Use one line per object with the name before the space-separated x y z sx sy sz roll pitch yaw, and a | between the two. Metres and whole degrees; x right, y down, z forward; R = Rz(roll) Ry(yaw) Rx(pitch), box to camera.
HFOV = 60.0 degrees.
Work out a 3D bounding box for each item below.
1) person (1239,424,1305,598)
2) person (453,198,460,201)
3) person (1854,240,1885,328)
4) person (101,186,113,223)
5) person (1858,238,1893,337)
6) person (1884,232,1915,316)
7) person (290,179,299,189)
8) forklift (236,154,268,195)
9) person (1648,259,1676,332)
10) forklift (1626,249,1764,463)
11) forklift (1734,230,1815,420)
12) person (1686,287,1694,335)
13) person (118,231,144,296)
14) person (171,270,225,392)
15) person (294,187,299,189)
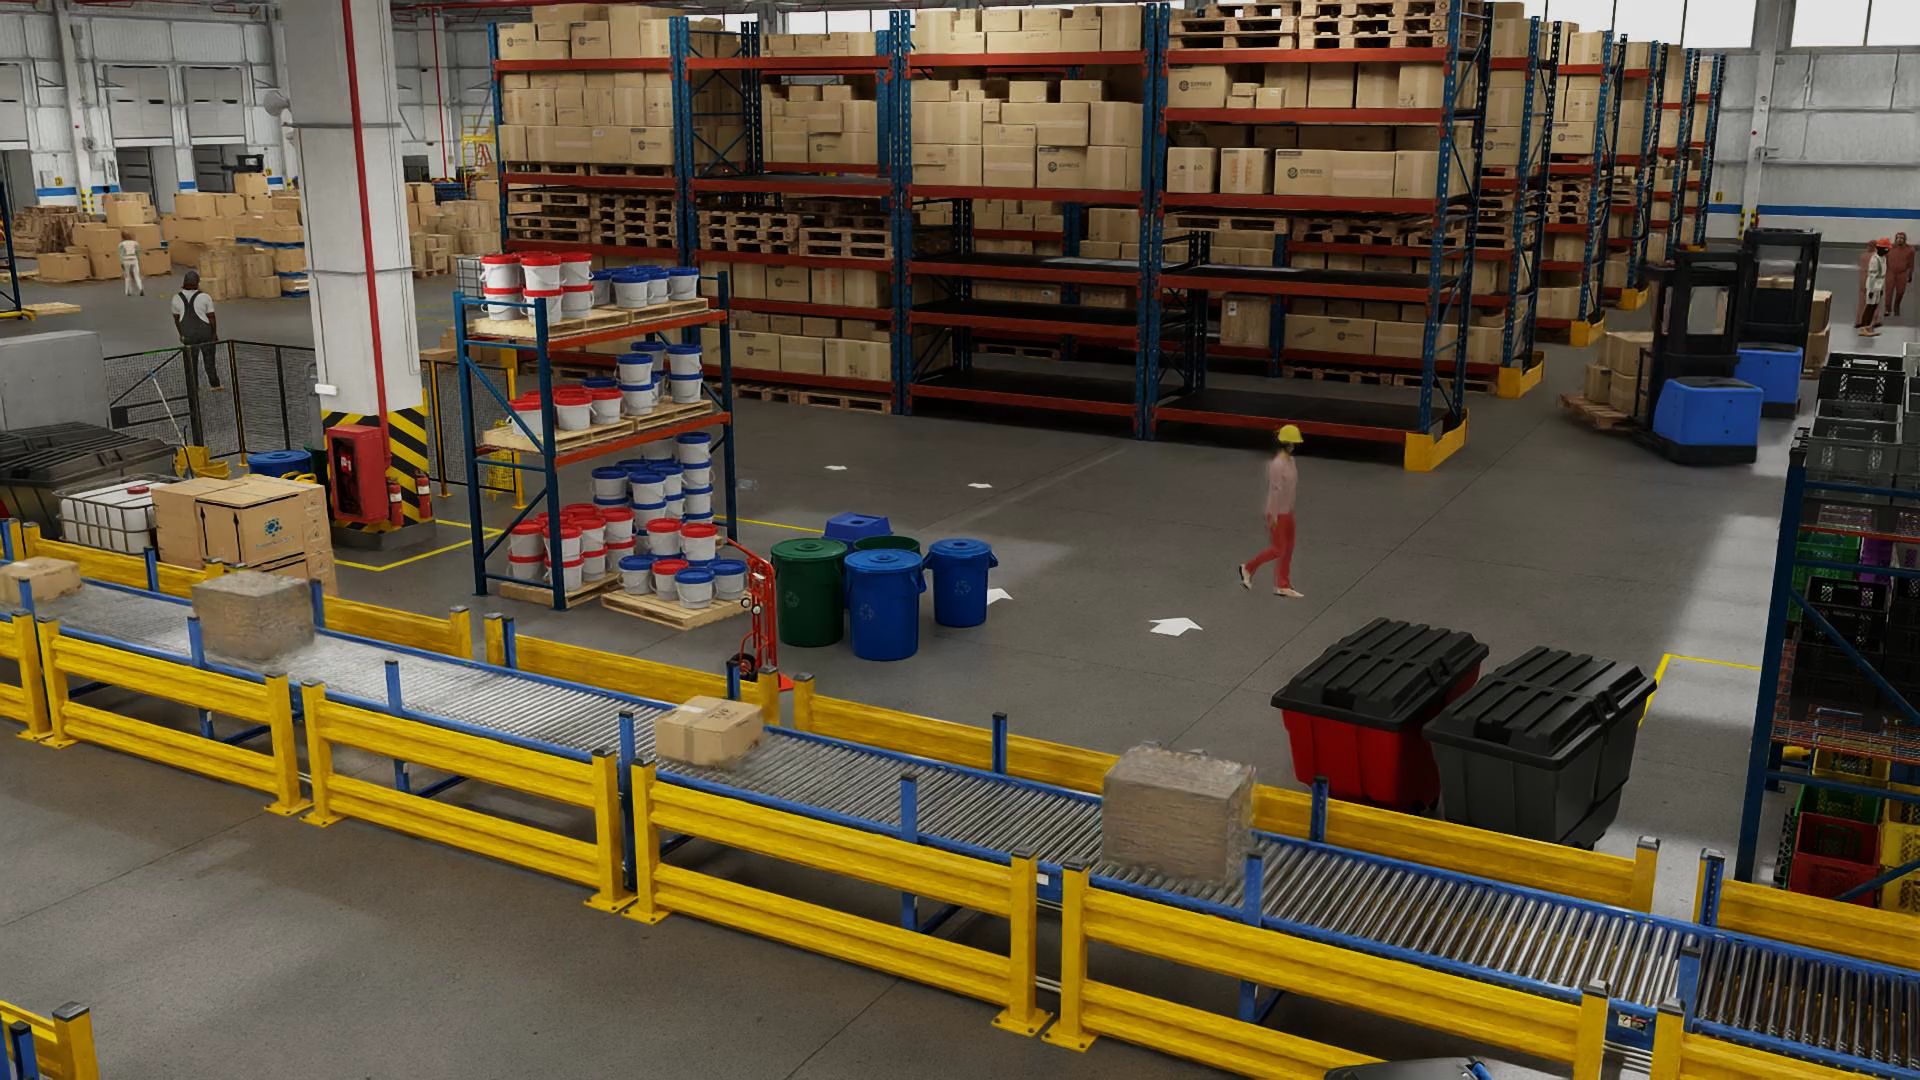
person | 3.109 -0.286 16.331 0.531 1.751 0.540 9 18 32
person | -16.472 -10.366 54.462 0.526 1.634 0.320 10 18 33
person | 19.616 -5.501 35.746 0.862 1.853 0.721 -8 17 -28
person | -31.550 -12.255 61.484 0.530 1.672 0.782 11 19 36
person | 18.916 -5.209 34.316 0.401 2.036 0.600 14 20 42
person | 21.117 -5.993 37.528 0.669 1.886 0.517 8 17 28
person | -24.788 -12.573 62.264 0.647 1.896 1.010 8 17 28
forklift | -25.676 -12.614 60.518 1.873 2.768 1.129 8 17 28
person | 13.173 -4.291 31.116 0.400 1.901 0.643 -5 16 -20
forklift | 10.143 -2.559 22.719 1.129 2.768 1.873 0 15 2
forklift | 12.595 -3.390 25.844 1.129 2.768 1.873 8 17 27
person | 13.843 -4.408 31.935 0.320 1.698 0.531 -1 15 -2
person | -20.631 -6.881 41.370 0.648 1.616 0.524 14 20 43
person | -12.734 -3.487 27.817 0.676 2.000 0.536 0 15 -1
person | -22.023 -10.821 55.587 0.629 1.937 0.378 14 21 43
